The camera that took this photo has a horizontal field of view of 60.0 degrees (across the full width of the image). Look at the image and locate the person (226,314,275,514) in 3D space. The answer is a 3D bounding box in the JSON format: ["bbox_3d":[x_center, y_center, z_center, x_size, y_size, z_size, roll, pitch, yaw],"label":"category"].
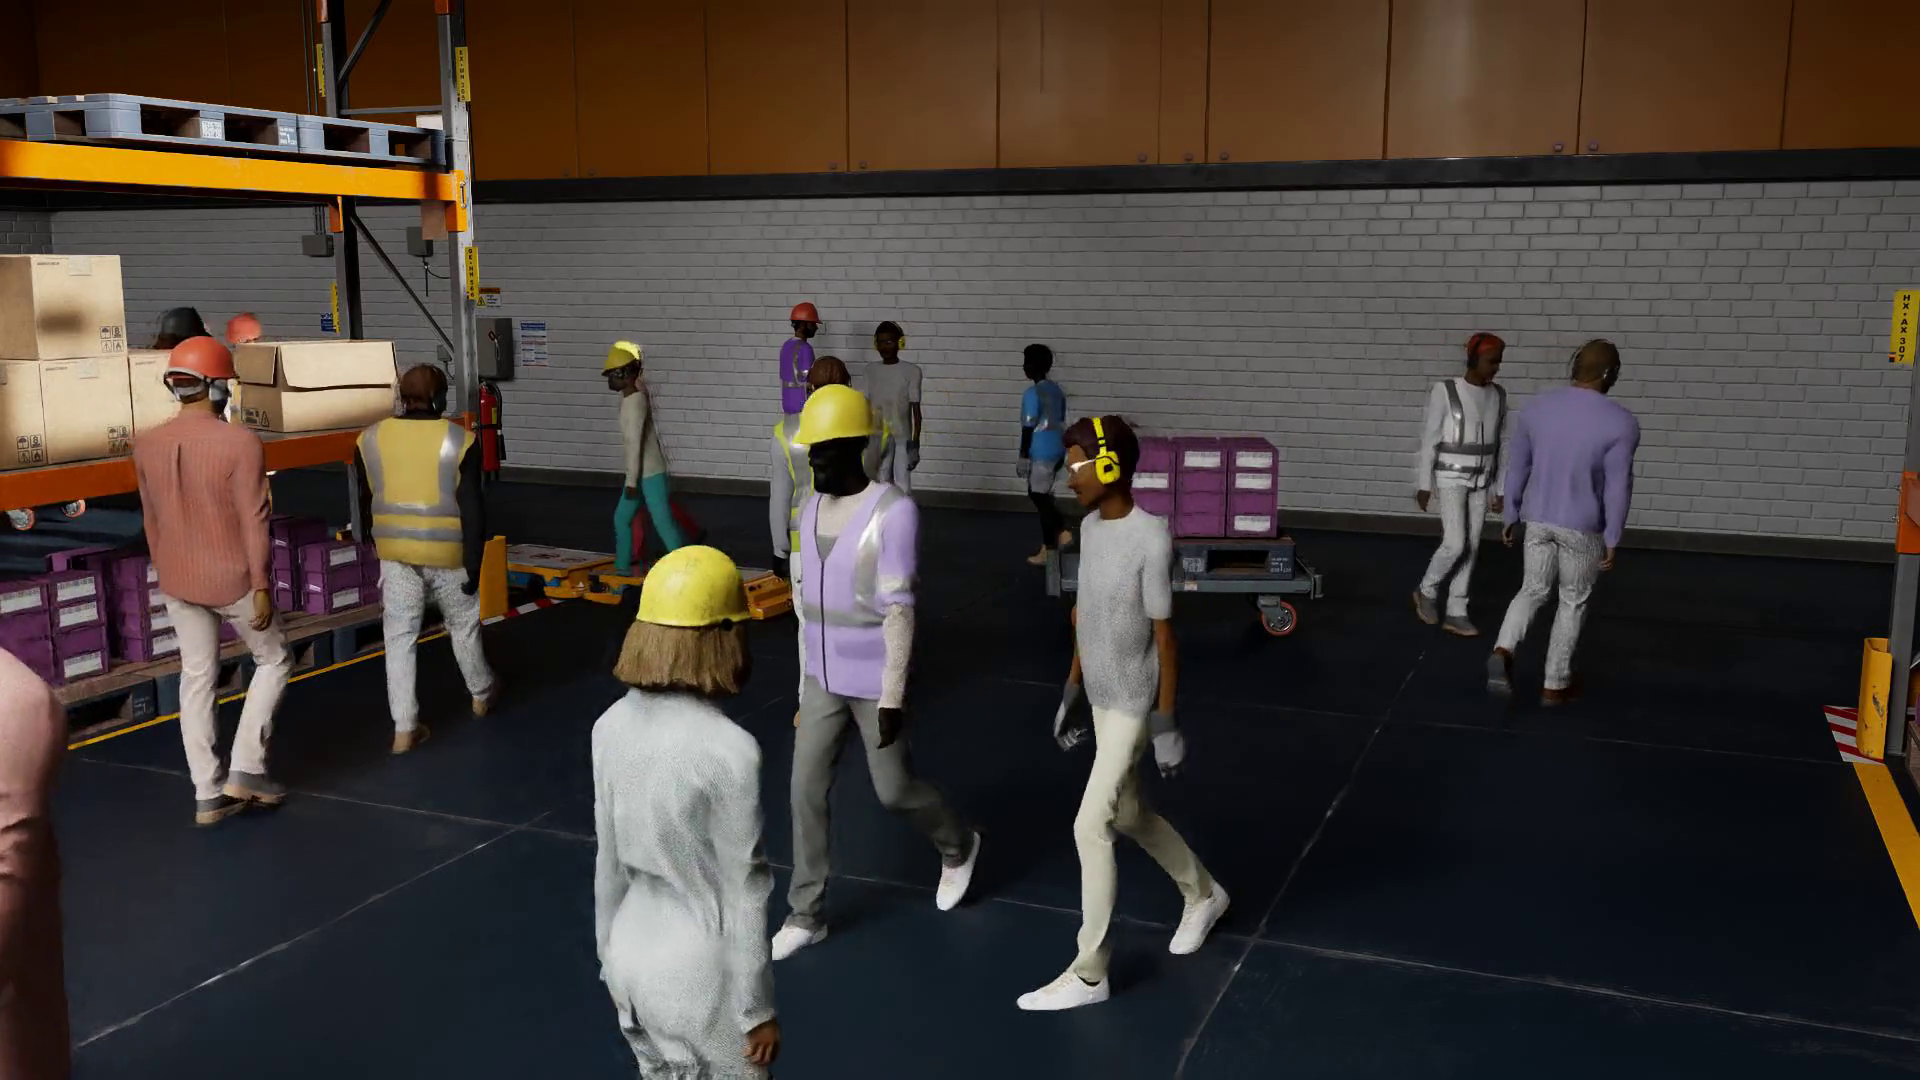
[{"bbox_3d":[-5.573,-0.807,12.983,0.584,1.892,0.755,-1,9,-6],"label":"person"}]

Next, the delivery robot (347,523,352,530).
[{"bbox_3d":[-4.042,-0.023,11.987,0.707,0.478,0.477,3,10,16],"label":"delivery robot"}]

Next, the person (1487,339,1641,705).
[{"bbox_3d":[3.006,-0.050,8.375,0.715,1.901,0.691,-9,13,-43],"label":"person"}]

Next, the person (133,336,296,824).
[{"bbox_3d":[-3.027,0.163,6.810,0.629,1.979,0.496,2,10,14],"label":"person"}]

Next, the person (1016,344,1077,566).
[{"bbox_3d":[0.620,-0.637,12.574,0.360,1.683,0.548,4,10,23],"label":"person"}]

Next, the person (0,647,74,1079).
[{"bbox_3d":[-1.935,0.856,2.967,0.641,1.864,0.902,2,10,10],"label":"person"}]

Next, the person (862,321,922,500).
[{"bbox_3d":[-0.532,-0.712,12.515,0.509,1.857,0.314,4,10,23],"label":"person"}]

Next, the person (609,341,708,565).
[{"bbox_3d":[-2.301,-0.658,12.587,0.741,1.722,0.555,-3,10,-18],"label":"person"}]

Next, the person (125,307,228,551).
[{"bbox_3d":[-5.336,-0.587,11.200,0.850,2.000,0.692,-6,11,-34],"label":"person"}]

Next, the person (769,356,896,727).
[{"bbox_3d":[-0.618,0.028,8.084,0.621,1.841,0.429,-2,10,-13],"label":"person"}]

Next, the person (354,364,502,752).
[{"bbox_3d":[-2.555,0.053,8.061,0.627,1.799,0.932,0,9,0],"label":"person"}]

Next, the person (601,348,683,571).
[{"bbox_3d":[-2.197,-0.431,11.250,0.726,1.708,0.544,-3,10,-15],"label":"person"}]

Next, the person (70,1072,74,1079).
[{"bbox_3d":[-2.332,0.743,3.855,0.588,1.798,0.925,4,10,23],"label":"person"}]

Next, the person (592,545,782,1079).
[{"bbox_3d":[-0.600,0.874,3.285,0.530,1.723,0.485,-9,13,-43],"label":"person"}]

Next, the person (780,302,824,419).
[{"bbox_3d":[-1.436,-1.201,15.241,0.370,1.933,0.550,-5,11,-29],"label":"person"}]

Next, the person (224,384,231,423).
[{"bbox_3d":[-5.613,-0.656,12.168,0.937,1.860,0.650,-6,11,-31],"label":"person"}]

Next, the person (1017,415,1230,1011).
[{"bbox_3d":[0.562,0.511,5.259,0.841,1.829,0.555,-3,10,-20],"label":"person"}]

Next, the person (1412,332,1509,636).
[{"bbox_3d":[3.086,-0.344,10.239,0.611,1.873,0.433,-4,10,-25],"label":"person"}]

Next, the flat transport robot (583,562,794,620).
[{"bbox_3d":[-1.736,0.316,11.074,1.431,0.197,0.652,5,10,26],"label":"flat transport robot"}]

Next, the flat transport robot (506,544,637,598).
[{"bbox_3d":[-2.998,0.202,11.765,1.431,0.197,0.652,6,11,31],"label":"flat transport robot"}]

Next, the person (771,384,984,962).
[{"bbox_3d":[-0.295,0.417,5.576,0.591,1.897,0.868,8,12,41],"label":"person"}]
